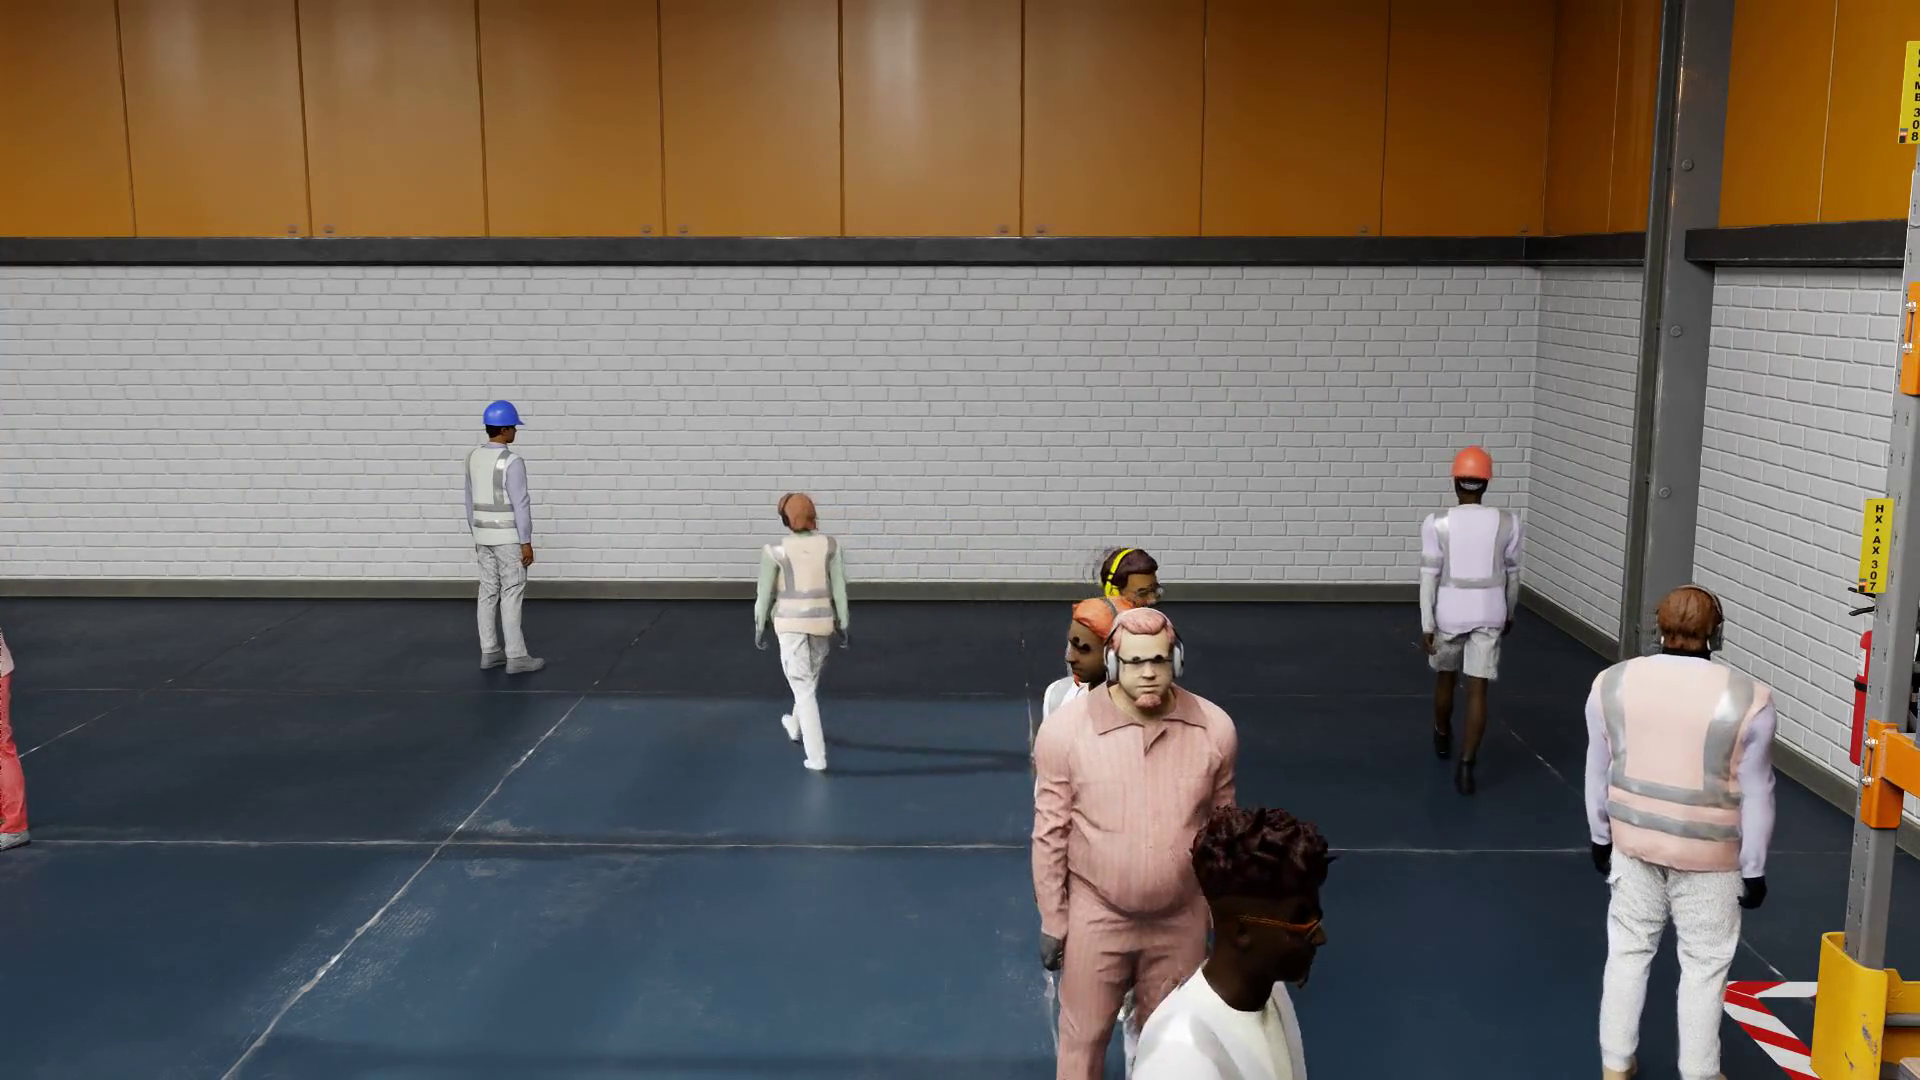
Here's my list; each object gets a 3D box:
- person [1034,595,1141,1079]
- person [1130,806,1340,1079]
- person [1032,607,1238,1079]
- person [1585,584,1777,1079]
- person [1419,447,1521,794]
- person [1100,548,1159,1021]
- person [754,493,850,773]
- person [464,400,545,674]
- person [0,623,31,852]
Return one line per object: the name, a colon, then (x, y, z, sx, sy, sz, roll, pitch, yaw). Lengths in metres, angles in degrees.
person: (0.474, 1.097, 5.372, 0.578, 1.881, 0.346, 9, 13, 43)
person: (0.433, 1.433, 3.192, 0.754, 1.942, 0.620, 5, 11, 28)
person: (0.542, 1.139, 5.051, 0.642, 1.909, 0.399, -1, 10, -8)
person: (2.471, 1.063, 5.753, 0.631, 1.834, 0.429, 9, 13, 42)
person: (2.875, 0.413, 9.441, 0.550, 1.886, 0.977, 2, 10, 15)
person: (0.614, 0.944, 6.395, 0.419, 1.855, 0.526, 9, 13, 44)
person: (-0.944, 0.513, 9.744, 0.528, 1.577, 0.879, -5, 11, -28)
person: (-3.266, -0.023, 11.887, 0.618, 1.945, 0.394, 7, 12, 36)
person: (-4.876, 0.677, 8.245, 0.328, 1.765, 0.527, -6, 11, -33)
